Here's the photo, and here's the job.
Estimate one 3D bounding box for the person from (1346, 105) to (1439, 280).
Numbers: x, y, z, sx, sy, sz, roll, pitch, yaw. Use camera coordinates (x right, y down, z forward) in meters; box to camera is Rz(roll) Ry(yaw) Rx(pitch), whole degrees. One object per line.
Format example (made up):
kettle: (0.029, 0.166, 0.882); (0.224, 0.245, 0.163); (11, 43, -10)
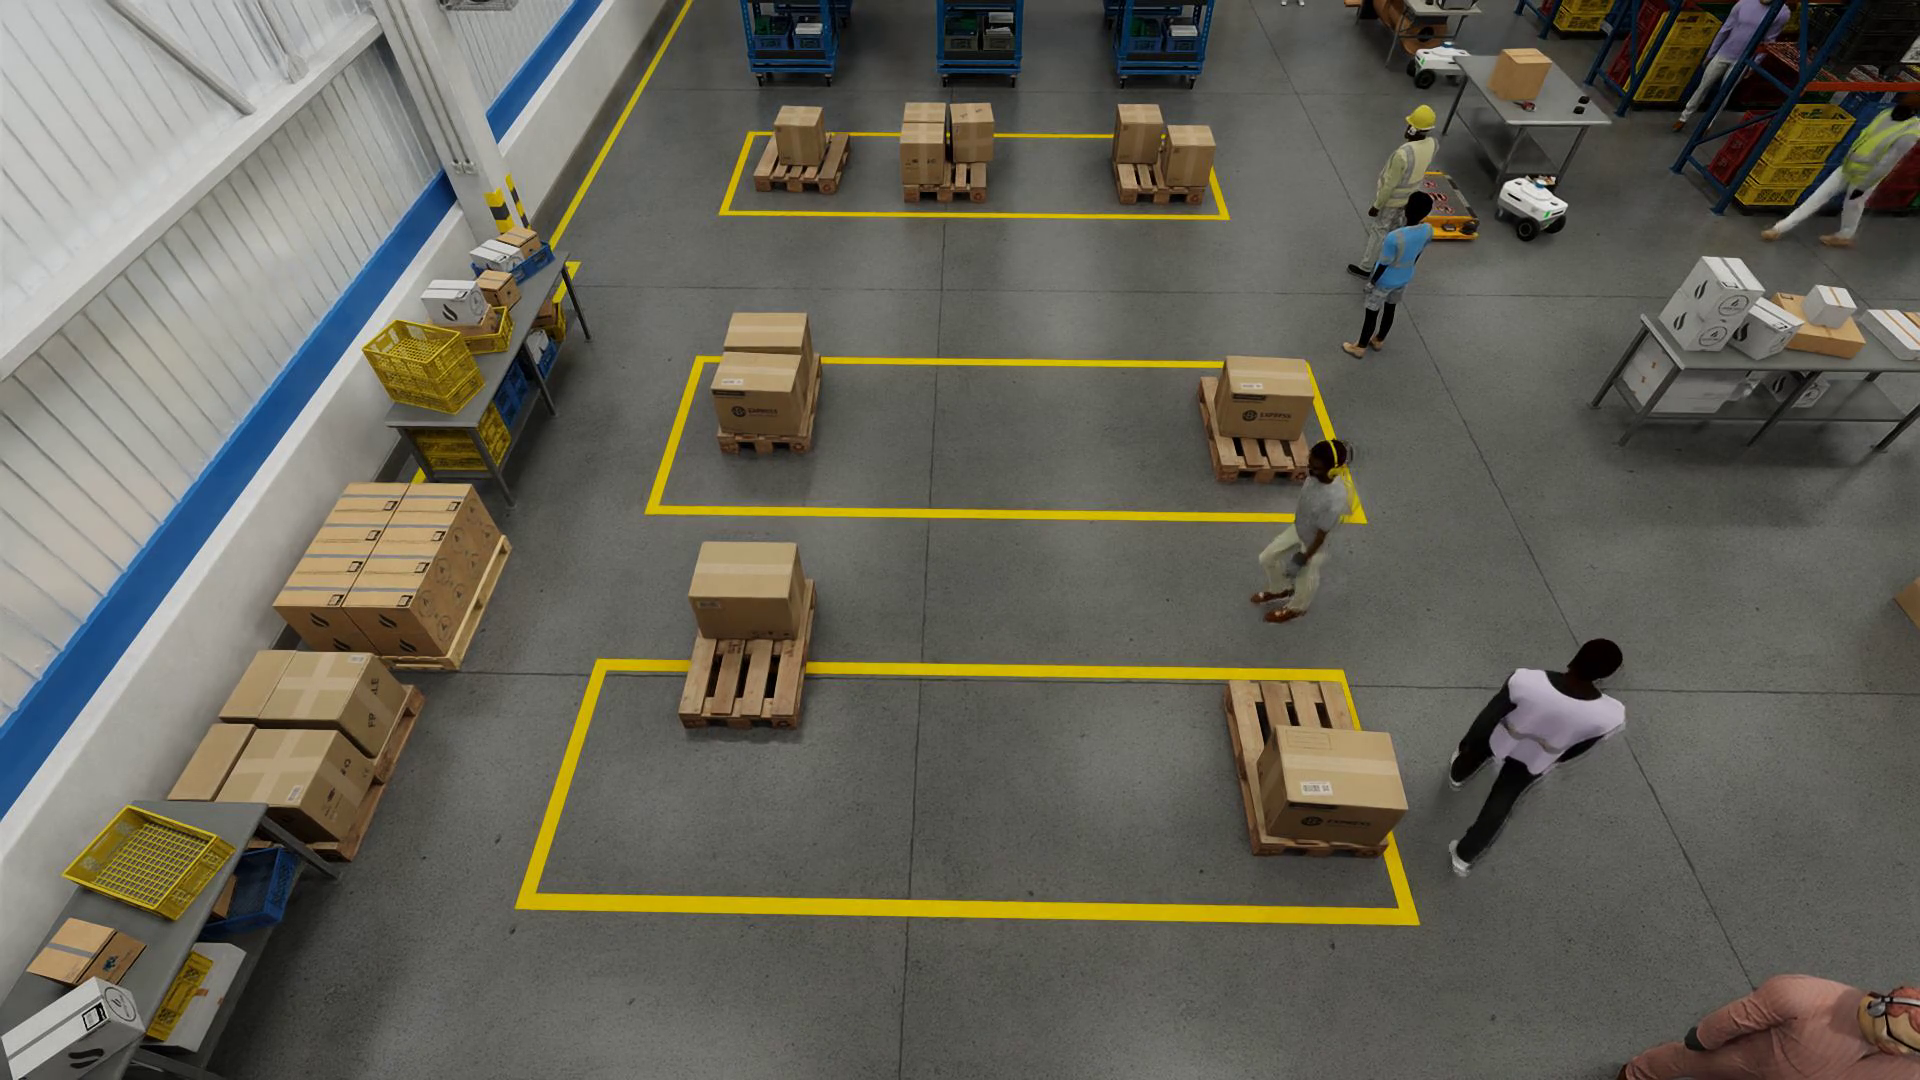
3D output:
person: (4.557, -3.621, 9.623); (0.588, 1.835, 0.403); (-26, 54, -21)

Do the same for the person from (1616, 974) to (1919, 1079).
person: (3.826, 2.471, 4.302); (0.655, 1.906, 0.407); (20, 52, 17)

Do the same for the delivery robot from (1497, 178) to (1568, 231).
delivery robot: (6.669, -3.950, 10.688); (0.477, 0.478, 0.707); (-20, 52, -16)

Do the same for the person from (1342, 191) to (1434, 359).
person: (4.103, -2.501, 8.742); (0.541, 1.695, 0.316); (-20, 52, -17)

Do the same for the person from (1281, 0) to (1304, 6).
person: (5.661, -9.664, 14.978); (0.514, 1.644, 0.307); (4, 49, 3)

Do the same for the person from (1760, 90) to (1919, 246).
person: (9.833, -4.018, 10.011); (0.967, 1.779, 0.682); (4, 49, 4)

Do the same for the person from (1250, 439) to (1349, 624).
person: (2.446, -0.010, 6.497); (0.517, 1.844, 0.496); (-7, 50, -6)

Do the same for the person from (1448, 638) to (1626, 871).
person: (3.316, 1.218, 5.405); (0.591, 1.878, 0.945); (24, 53, 20)

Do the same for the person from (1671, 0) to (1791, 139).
person: (9.944, -6.194, 11.787); (0.627, 1.931, 0.362); (37, 58, 27)

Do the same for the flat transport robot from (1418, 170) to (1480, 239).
flat transport robot: (5.692, -4.094, 11.059); (0.652, 0.197, 1.431); (1, 49, 1)

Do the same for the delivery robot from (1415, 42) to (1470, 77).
delivery robot: (6.985, -6.957, 13.290); (0.707, 0.478, 0.477); (1, 49, 1)
